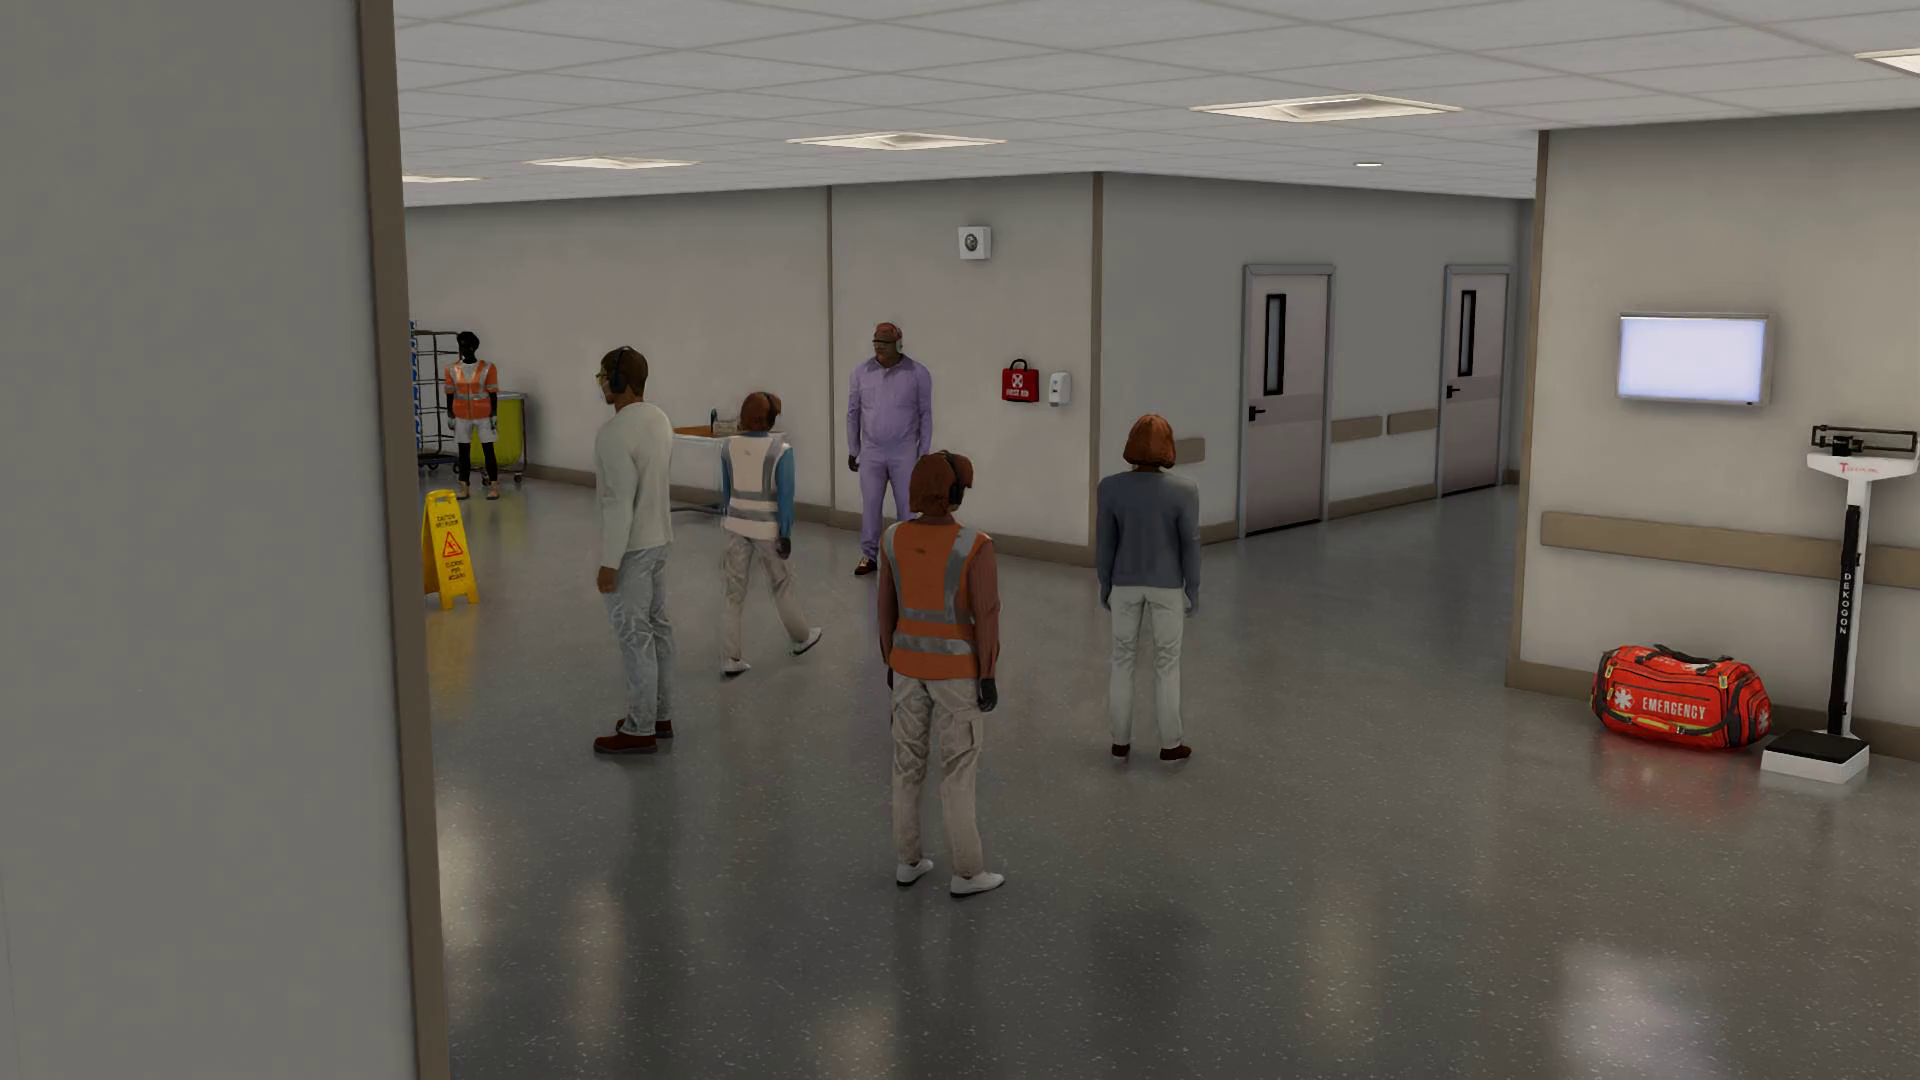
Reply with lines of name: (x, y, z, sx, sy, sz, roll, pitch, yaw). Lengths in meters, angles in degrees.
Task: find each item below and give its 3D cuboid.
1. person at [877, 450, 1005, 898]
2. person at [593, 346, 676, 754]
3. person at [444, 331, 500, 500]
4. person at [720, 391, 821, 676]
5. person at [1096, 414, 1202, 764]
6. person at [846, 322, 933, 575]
person: (-0.080, 0.491, 6.122, 0.515, 1.641, 0.315, 6, 11, 34)
person: (-1.561, 0.049, 7.925, 0.367, 1.939, 0.634, 2, 9, 10)
person: (-4.847, -1.232, 16.551, 0.536, 1.689, 0.324, 0, 9, -2)
person: (-1.129, -0.055, 9.587, 0.531, 1.594, 0.847, 4, 10, 25)
person: (0.876, 0.231, 7.743, 0.500, 1.633, 0.281, 3, 10, 20)
person: (-0.537, -0.676, 12.471, 0.652, 1.904, 0.403, 1, 9, 7)
